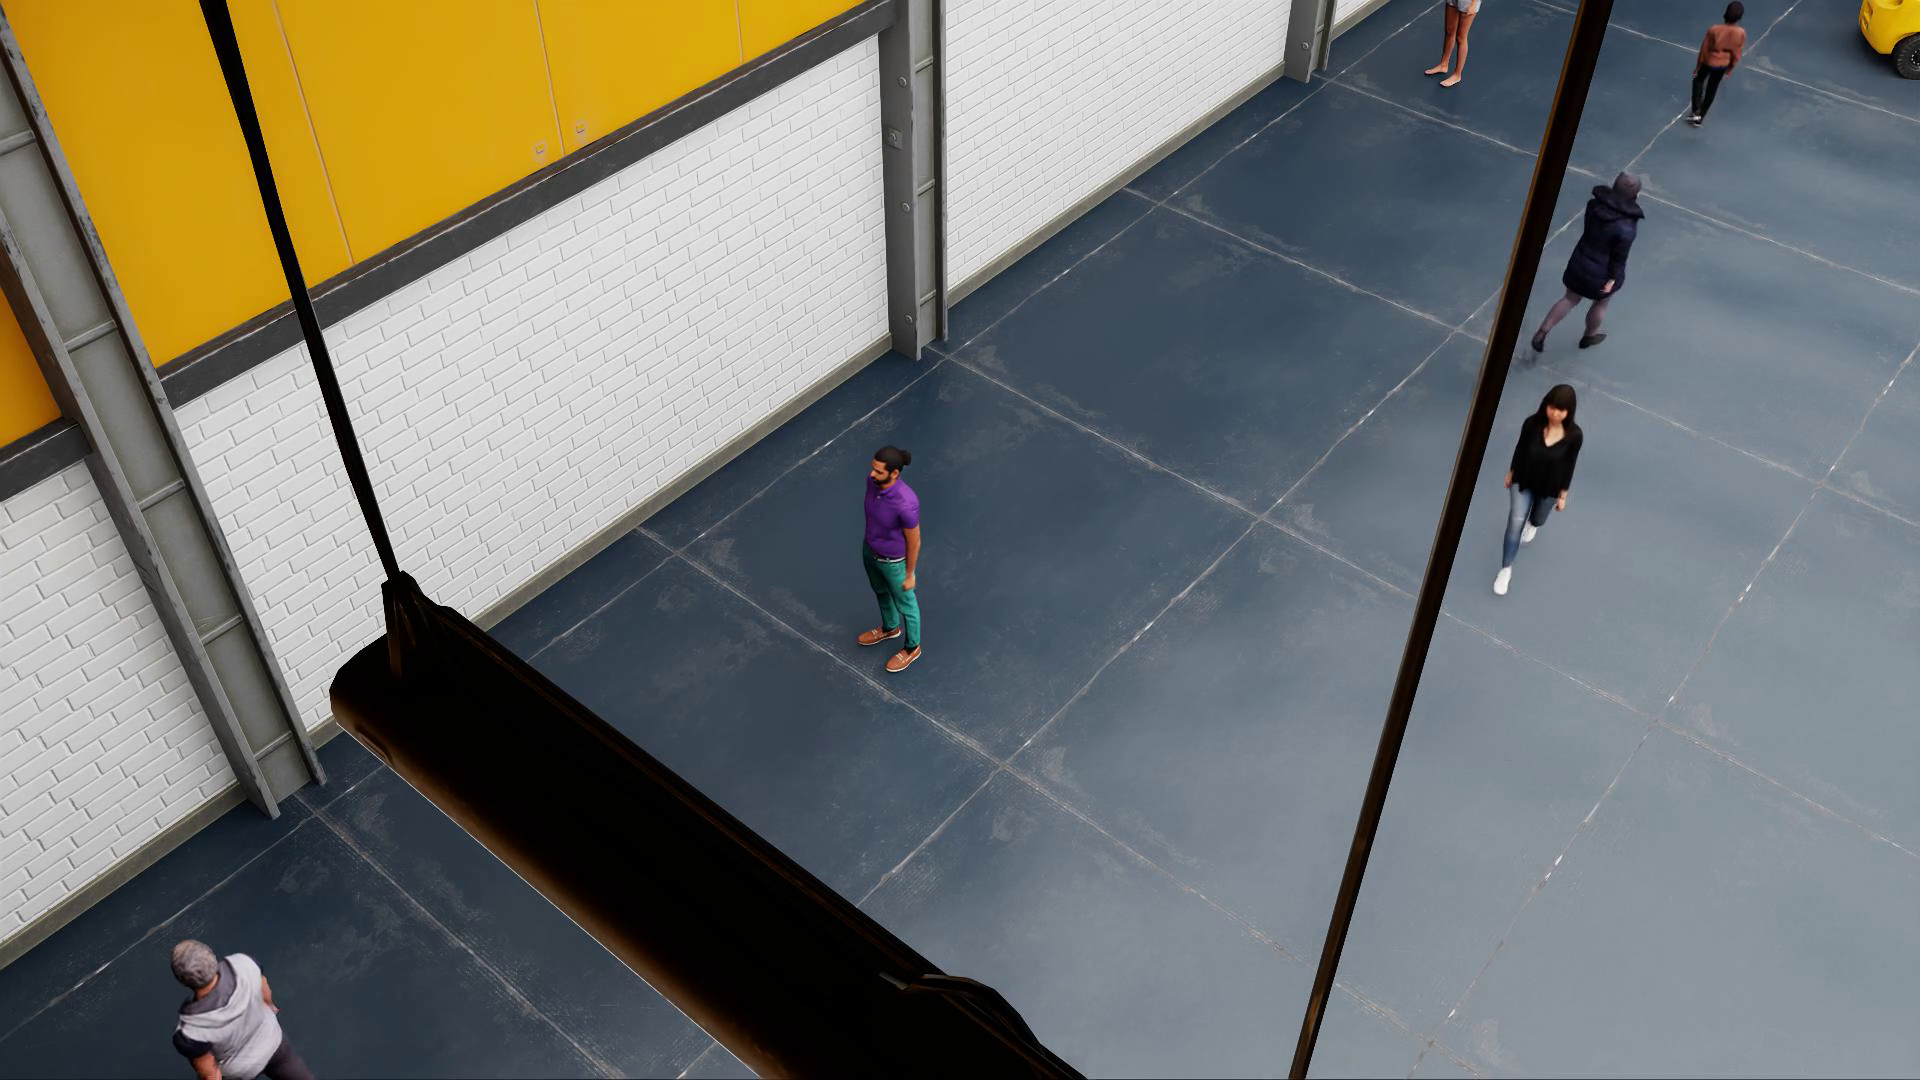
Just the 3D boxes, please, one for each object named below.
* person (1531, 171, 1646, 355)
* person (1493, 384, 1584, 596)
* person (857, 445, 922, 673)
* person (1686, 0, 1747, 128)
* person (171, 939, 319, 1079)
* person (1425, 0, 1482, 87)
[{"bbox_3d":[4.908,-2.128,13.009,1.100,1.655,0.874,-22,48,-21],"label":"person"},{"bbox_3d":[3.930,-0.427,11.244,0.761,1.626,1.074,17,46,17],"label":"person"},{"bbox_3d":[-0.433,0.091,10.598,0.626,1.768,0.673,-29,51,-27],"label":"person"},{"bbox_3d":[7.176,-4.494,15.789,0.625,1.246,0.663,6,44,6],"label":"person"},{"bbox_3d":[-3.343,2.522,8.037,0.964,1.780,1.204,18,47,18],"label":"person"},{"bbox_3d":[4.938,-5.326,16.286,0.662,1.765,0.663,-17,46,-17],"label":"person"}]
